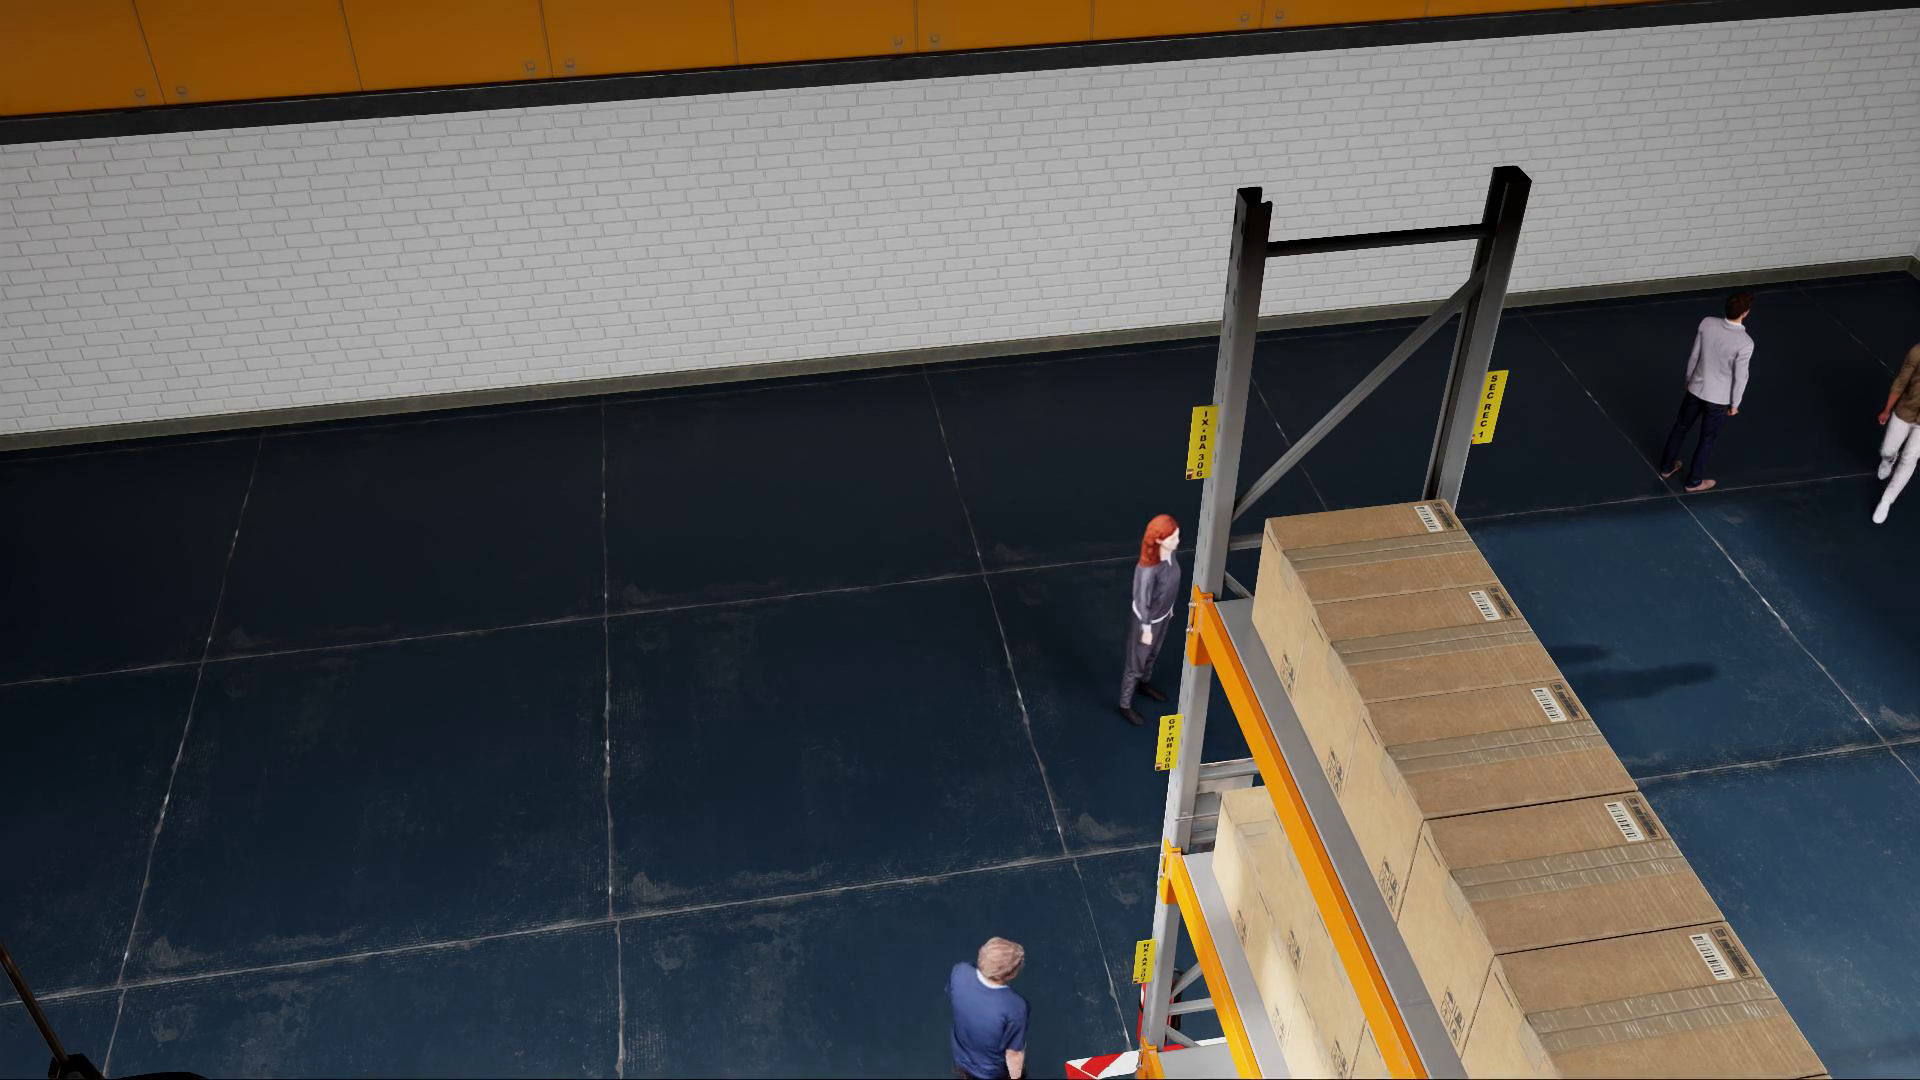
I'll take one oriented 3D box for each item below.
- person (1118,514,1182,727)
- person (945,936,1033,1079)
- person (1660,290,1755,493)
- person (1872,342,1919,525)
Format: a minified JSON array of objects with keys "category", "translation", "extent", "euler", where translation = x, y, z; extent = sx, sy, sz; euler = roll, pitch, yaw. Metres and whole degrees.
[{"category":"person","translation":[1.331,0.535,11.606],"extent":[0.693,1.777,0.628],"euler":[23,44,26]},{"category":"person","translation":[0.093,2.781,8.734],"extent":[0.809,1.852,0.854],"euler":[18,42,21]},{"category":"person","translation":[6.218,-1.246,13.776],"extent":[0.814,1.853,0.663],"euler":[-22,44,-25]},{"category":"person","translation":[7.819,-1.045,13.561],"extent":[1.062,1.807,1.124],"euler":[22,44,25]}]
